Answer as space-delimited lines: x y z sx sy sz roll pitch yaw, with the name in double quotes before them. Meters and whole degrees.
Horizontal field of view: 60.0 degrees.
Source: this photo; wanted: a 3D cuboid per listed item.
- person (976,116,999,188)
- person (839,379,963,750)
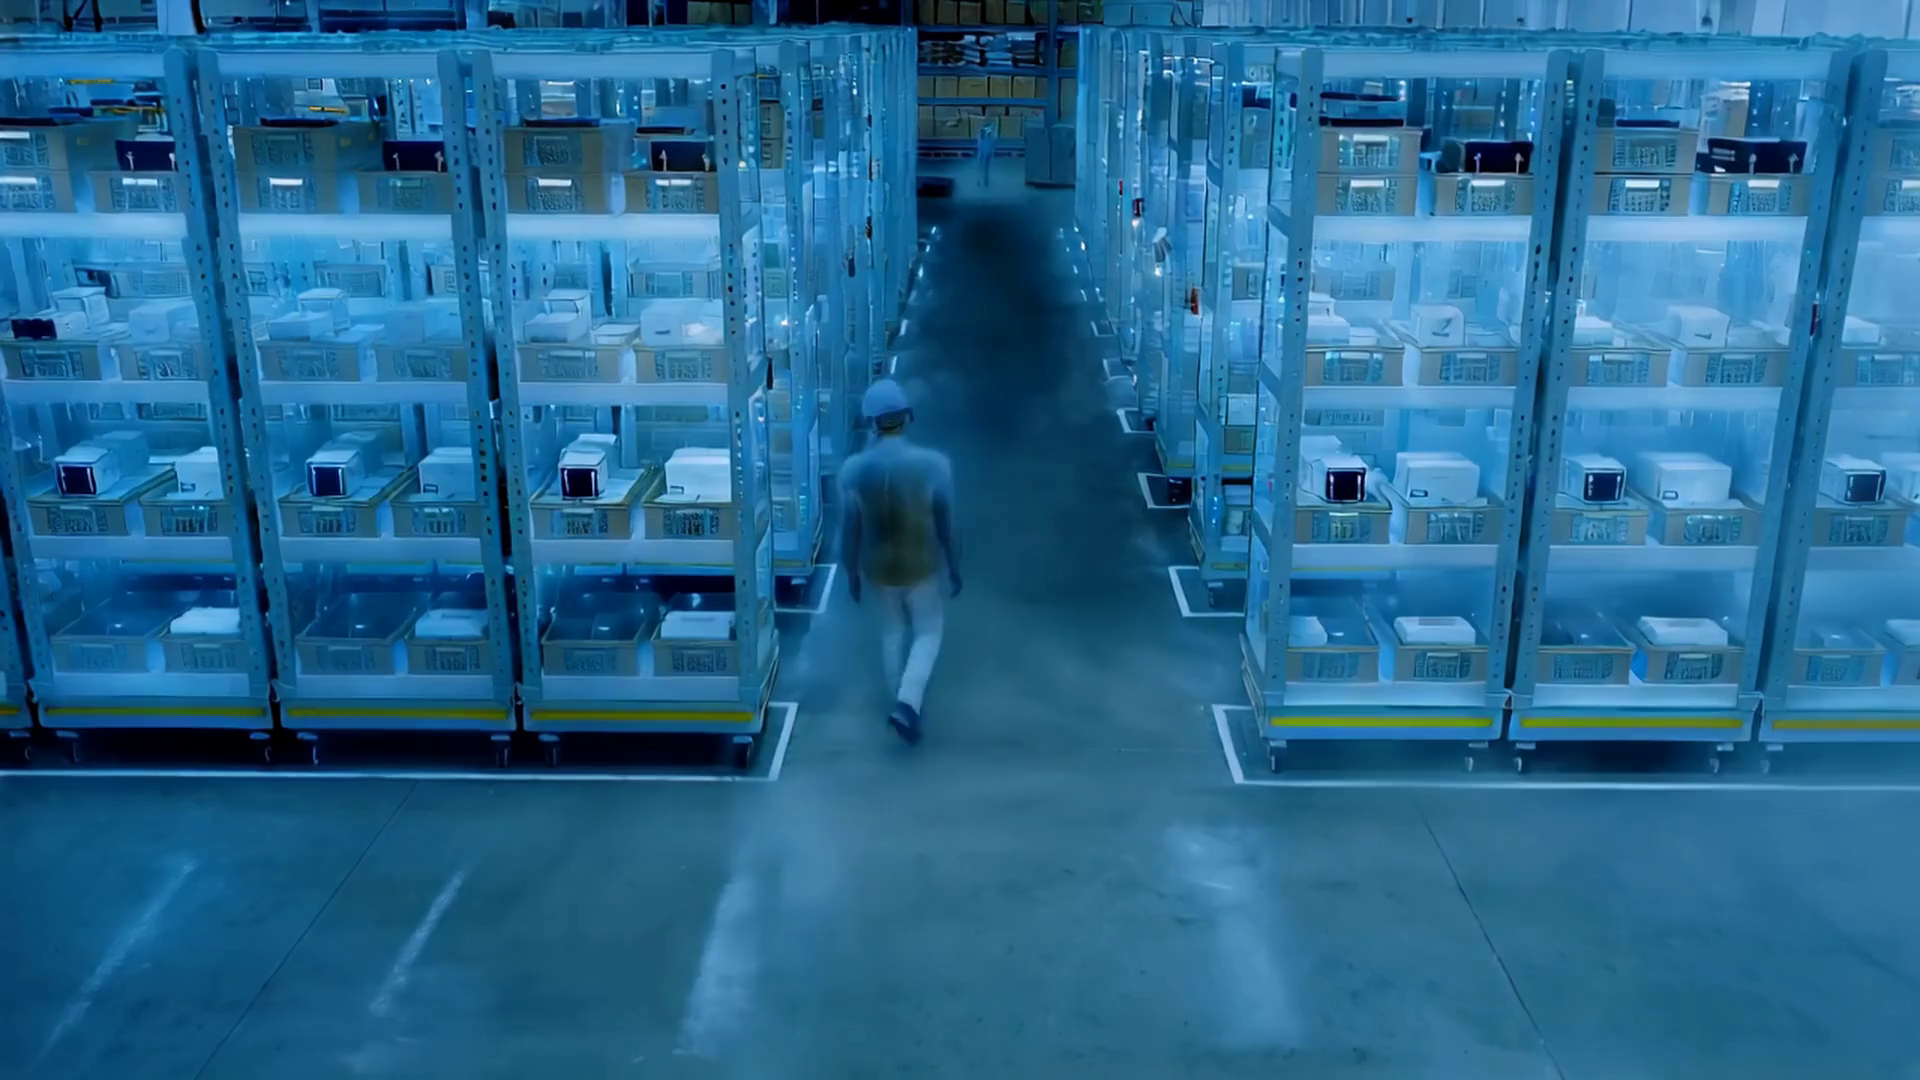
"person" 0.607 -8.828 37.848 0.541 1.612 0.465 6 18 18
"person" -0.318 0.155 8.641 0.636 1.969 0.641 4 18 12
